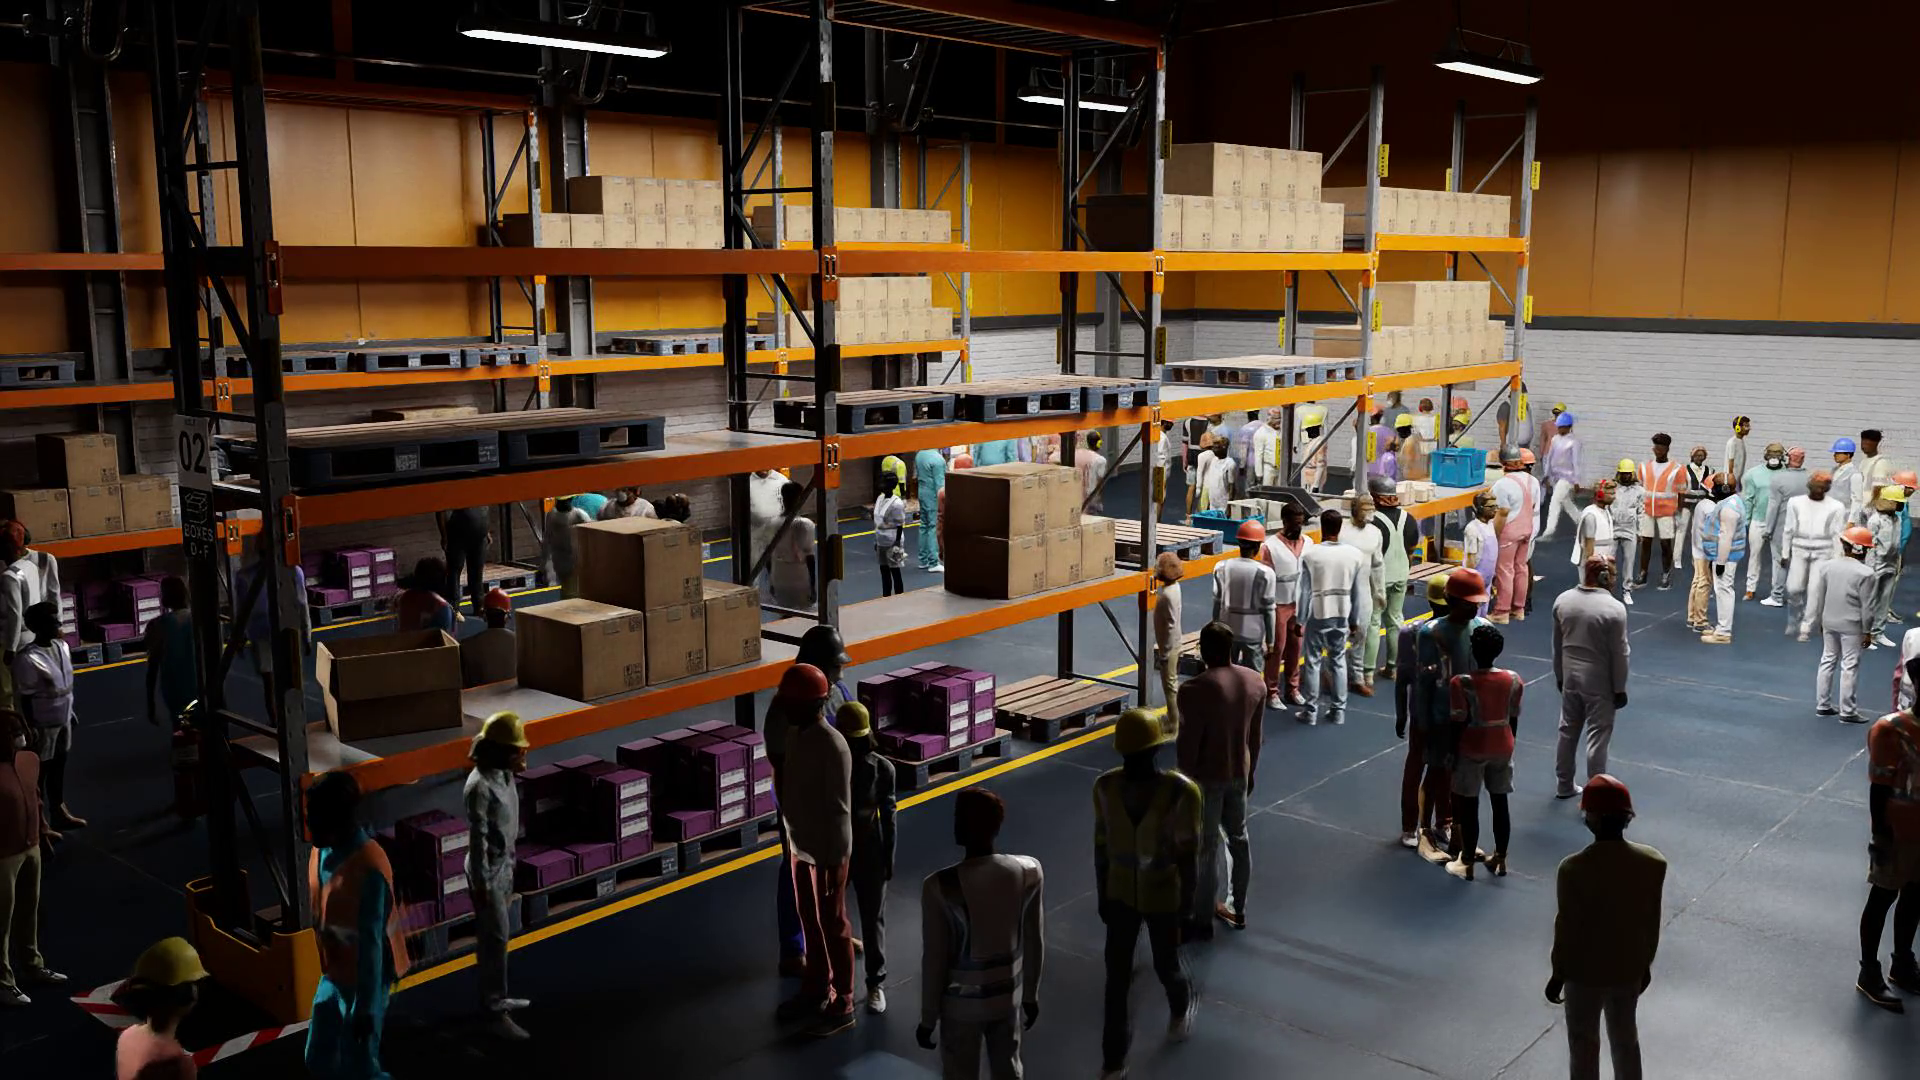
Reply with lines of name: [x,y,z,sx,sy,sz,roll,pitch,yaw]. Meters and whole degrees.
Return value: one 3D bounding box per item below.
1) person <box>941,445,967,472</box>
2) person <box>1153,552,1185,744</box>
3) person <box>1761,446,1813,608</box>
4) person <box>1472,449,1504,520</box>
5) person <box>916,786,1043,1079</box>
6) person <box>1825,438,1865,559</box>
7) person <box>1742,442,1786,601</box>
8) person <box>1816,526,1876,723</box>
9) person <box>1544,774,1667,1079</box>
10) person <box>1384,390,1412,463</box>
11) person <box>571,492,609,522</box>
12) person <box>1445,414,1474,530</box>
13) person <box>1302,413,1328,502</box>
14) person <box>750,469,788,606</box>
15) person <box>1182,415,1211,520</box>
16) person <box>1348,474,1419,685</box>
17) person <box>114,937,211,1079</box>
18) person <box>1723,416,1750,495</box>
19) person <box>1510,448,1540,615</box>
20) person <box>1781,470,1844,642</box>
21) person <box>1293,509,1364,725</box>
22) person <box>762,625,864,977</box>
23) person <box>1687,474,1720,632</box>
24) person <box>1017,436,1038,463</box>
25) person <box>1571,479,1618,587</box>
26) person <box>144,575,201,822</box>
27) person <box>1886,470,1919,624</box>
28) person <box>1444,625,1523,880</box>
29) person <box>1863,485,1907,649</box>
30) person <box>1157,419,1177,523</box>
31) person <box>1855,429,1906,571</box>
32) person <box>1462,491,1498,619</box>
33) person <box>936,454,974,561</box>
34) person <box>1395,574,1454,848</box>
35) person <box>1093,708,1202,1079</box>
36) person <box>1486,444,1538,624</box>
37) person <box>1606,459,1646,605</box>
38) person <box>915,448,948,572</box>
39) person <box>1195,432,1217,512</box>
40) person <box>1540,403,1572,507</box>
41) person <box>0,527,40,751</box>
person: [-0.093,-1.019,24.997,0.398,1.830,0.568,6,11,32]
person: [1.751,0.906,14.084,0.273,1.632,0.508,1,10,8]
person: [9.769,-0.155,19.605,0.639,1.911,0.406,-1,10,-7]
person: [6.942,-0.365,21.708,0.515,1.628,0.291,3,10,15]
person: [0.084,1.960,7.052,0.585,1.882,0.343,-5,11,-27]
person: [10.680,-0.272,20.181,0.389,1.946,0.614,0,10,-2]
person: [9.674,-0.209,19.871,0.629,1.931,0.378,6,11,30]
person: [7.862,0.743,14.730,0.347,1.742,0.565,-3,10,-18]
person: [2.928,1.929,7.628,0.573,1.746,0.345,-3,10,-17]
person: [7.524,-1.632,28.434,0.663,1.916,0.631,-5,11,-27]
person: [-4.055,0.098,18.421,0.587,1.793,0.952,4,10,23]
person: [7.543,-1.027,25.267,0.526,1.758,0.341,7,12,35]
person: [5.034,-0.849,23.701,0.370,1.924,0.586,0,10,-1]
person: [-2.289,-0.114,19.396,0.644,1.900,0.399,-1,10,-8]
person: [3.693,-1.191,25.436,0.613,2.033,0.410,5,11,30]
person: [4.032,0.370,16.076,0.682,2.000,0.537,-4,10,-25]
person: [-2.802,2.259,5.758,0.664,1.721,0.550,-8,12,-39]
person: [11.128,-0.848,23.857,0.333,1.872,0.515,7,12,36]
person: [6.479,-0.098,19.195,0.385,1.931,0.544,5,11,29]
person: [9.083,0.174,17.767,0.579,1.864,0.413,6,11,33]
person: [3.241,0.683,14.611,0.603,1.904,0.386,-2,10,-12]
person: [-0.787,1.465,9.537,0.535,2.000,0.683,6,11,30]
person: [8.247,0.140,18.306,0.336,1.747,0.575,2,10,11]
person: [1.032,-1.163,25.806,0.332,1.844,0.518,-3,10,-18]
person: [6.580,0.270,17.302,0.396,1.835,0.565,7,12,38]
person: [-5.683,1.149,12.218,0.525,1.784,0.965,-3,10,-19]
person: [10.551,0.076,18.728,0.354,1.738,0.577,5,11,28]
person: [3.439,1.399,10.957,0.536,1.697,0.322,-2,10,-13]
person: [9.731,0.286,17.506,0.487,1.737,0.320,-4,10,-24]
person: [2.976,-0.962,24.383,0.388,1.926,0.549,0,10,3]
person: [11.815,-0.477,21.520,0.981,1.928,0.625,0,10,1]
person: [5.093,0.434,16.279,0.345,1.846,0.508,7,12,37]
person: [0.044,0.038,18.232,0.614,1.987,0.408,0,10,0]
person: [3.315,1.184,11.555,0.594,1.926,0.367,-1,10,-6]
person: [0.943,1.742,8.334,0.588,1.898,0.849,4,10,25]
person: [6.158,-0.081,18.767,0.681,2.000,0.536,-7,12,-37]
person: [7.868,-0.100,19.765,0.484,1.744,0.296,3,10,18]
person: [-0.342,-0.528,21.858,0.399,1.902,0.643,-5,11,-25]
person: [3.587,-0.741,23.960,0.495,1.625,0.286,-9,13,-43]
person: [9.825,-1.387,27.426,0.534,1.757,0.337,7,12,37]
person: [-7.813,0.823,13.835,0.340,1.882,0.586,-2,10,-11]
